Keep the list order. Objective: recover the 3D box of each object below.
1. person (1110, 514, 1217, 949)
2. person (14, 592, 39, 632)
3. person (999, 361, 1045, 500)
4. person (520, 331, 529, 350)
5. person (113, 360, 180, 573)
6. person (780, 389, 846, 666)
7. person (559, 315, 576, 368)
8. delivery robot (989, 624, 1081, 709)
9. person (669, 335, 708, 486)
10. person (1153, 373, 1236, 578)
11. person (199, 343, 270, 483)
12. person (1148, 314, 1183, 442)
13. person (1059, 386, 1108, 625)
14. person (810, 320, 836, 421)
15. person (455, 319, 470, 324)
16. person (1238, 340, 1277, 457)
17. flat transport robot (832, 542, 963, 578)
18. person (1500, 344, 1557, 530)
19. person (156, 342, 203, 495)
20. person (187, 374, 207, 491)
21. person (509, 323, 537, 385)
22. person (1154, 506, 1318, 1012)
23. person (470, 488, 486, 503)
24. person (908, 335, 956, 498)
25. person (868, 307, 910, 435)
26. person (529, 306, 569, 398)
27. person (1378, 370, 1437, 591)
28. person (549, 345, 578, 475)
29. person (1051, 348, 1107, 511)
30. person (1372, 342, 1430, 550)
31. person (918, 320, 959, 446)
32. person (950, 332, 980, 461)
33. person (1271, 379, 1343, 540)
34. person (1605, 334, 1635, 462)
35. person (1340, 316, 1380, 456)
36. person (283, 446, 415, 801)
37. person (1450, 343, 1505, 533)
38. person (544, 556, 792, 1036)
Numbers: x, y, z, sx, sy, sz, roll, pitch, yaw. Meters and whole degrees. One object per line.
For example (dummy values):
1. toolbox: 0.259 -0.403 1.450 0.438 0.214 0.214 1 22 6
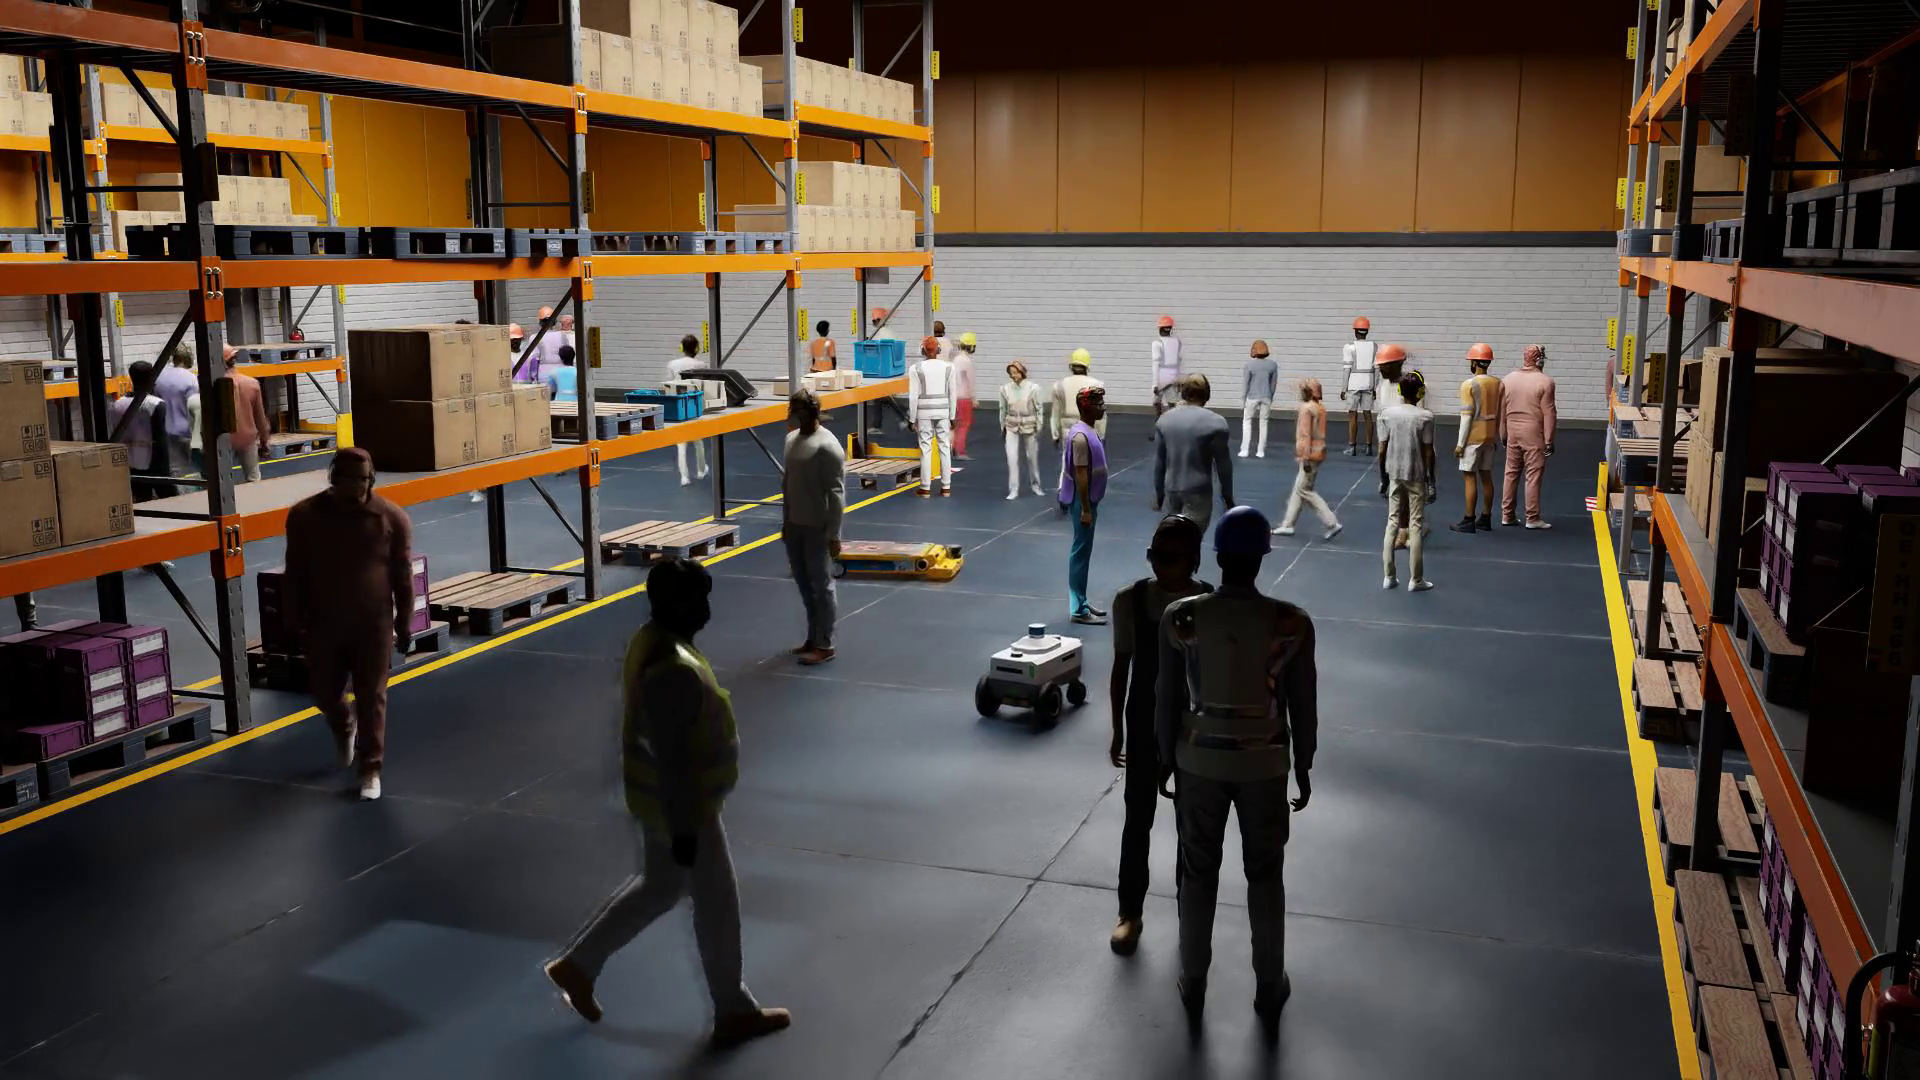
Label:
1. person: 0.873 0.797 6.889 0.506 1.842 0.348 2 10 9
2. person: -7.124 -0.164 12.331 0.600 1.832 0.404 -9 13 -40
3. person: 0.731 -1.279 19.253 0.530 1.607 0.600 3 10 15
4. person: -7.178 -2.702 27.286 0.529 1.597 0.863 9 14 42
5. person: -7.239 -0.646 14.833 0.626 1.903 0.459 4 11 23
6. person: -1.013 -0.090 11.694 0.515 1.947 0.654 -8 13 -37
7. person: -5.769 -2.360 24.531 0.643 1.899 0.396 -1 10 -3
8. delivery robot: 0.478 0.768 10.414 0.477 0.478 0.707 6 12 30
9. person: -3.342 -1.608 20.492 0.542 1.816 0.971 0 10 1
10. person: 1.886 -0.375 13.299 0.649 1.911 0.731 9 13 41
11. person: -7.229 -0.980 16.564 0.491 1.963 0.702 8 13 38
12. person: 3.084 -2.354 24.464 0.551 1.913 0.811 -6 11 -28
13. person: 0.965 -0.275 12.914 0.390 1.846 0.564 1 10 7
14. person: -2.249 -2.782 27.460 0.569 1.687 0.539 9 14 42
15. person: -6.563 -1.962 22.145 0.607 1.951 0.439 -2 10 -10
16. person: 4.107 -1.937 22.902 0.519 1.632 0.355 -2 10 -10
17. flat transport robot: -0.726 0.164 14.880 1.431 0.197 0.652 1 10 8
18. person: 5.889 -1.066 17.203 0.401 1.907 0.646 -7 12 -33
19. person: -8.039 -1.092 17.297 0.628 1.921 0.518 4 11 23
20. person: -7.596 -0.909 16.777 0.523 1.747 0.553 3 11 17
21. person: -5.623 -1.777 21.116 0.548 1.938 0.358 -5 11 -26
22. person: 1.051 0.836 6.371 0.616 1.945 0.404 2 10 12
23. person: -5.553 -1.292 18.961 0.508 1.730 0.393 2 10 11
24. person: -0.321 -1.428 19.298 0.573 1.886 0.353 -3 11 -18
25. person: -1.151 -2.612 25.708 0.673 1.980 0.632 -5 11 -28
26. person: -5.907 -2.331 23.942 0.608 2.044 0.371 -8 13 -38
27. person: 3.800 -0.501 14.121 0.521 1.873 0.328 8 13 37
28. person: -5.007 -1.666 21.326 0.535 1.645 0.861 0 10 -1
29. person: 1.289 -1.165 18.017 0.598 1.817 0.536 3 11 17
30. person: 4.170 -0.879 15.856 0.525 2.010 0.636 -4 11 -23
31. person: -0.311 -2.233 23.958 0.619 1.845 0.430 -2 10 -10
32. person: 0.087 -1.928 22.497 0.372 1.752 0.521 -4 11 -19
33. person: 3.458 -0.793 16.544 0.795 1.604 0.567 6 12 31
34. person: 8.734 -1.818 21.859 0.328 1.759 0.524 -7 12 -35
35. person: 5.552 -2.136 23.140 0.551 1.935 0.375 -2 10 -11
36. person: -3.259 0.421 8.920 0.678 1.885 0.605 -2 10 -14
37. person: 5.262 -1.038 16.955 0.552 1.937 0.360 -6 12 -30
38. person: -1.100 0.956 6.119 0.833 1.809 0.621 -3 10 -14
